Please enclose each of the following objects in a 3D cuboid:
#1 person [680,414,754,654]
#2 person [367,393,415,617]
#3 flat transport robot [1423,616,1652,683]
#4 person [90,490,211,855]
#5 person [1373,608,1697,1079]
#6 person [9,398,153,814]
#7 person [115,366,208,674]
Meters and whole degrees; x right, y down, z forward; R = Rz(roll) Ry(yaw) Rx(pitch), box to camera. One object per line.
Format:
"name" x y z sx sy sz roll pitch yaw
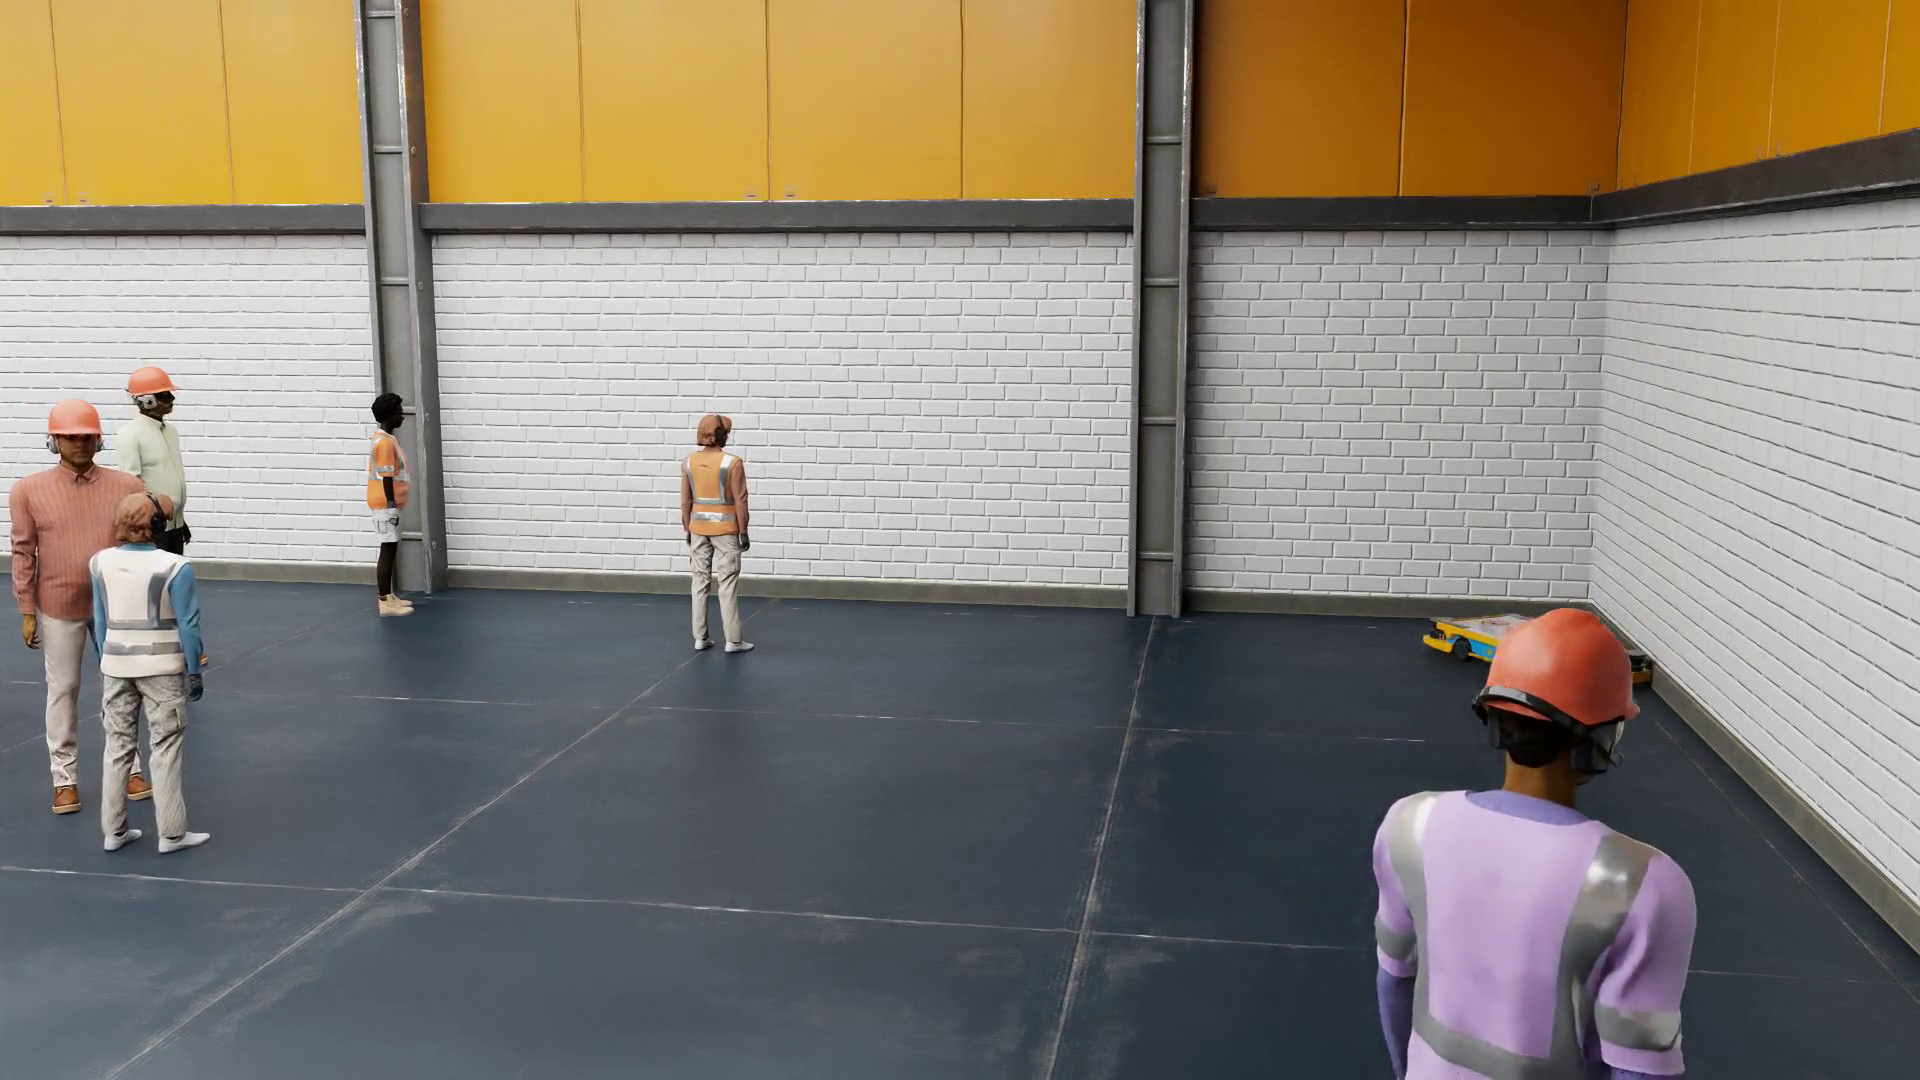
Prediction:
"person" -1.662 -0.038 11.326 0.512 1.638 0.312 4 10 24
"person" -4.315 -0.267 12.585 0.321 1.690 0.529 -3 10 -15
"flat transport robot" 3.756 0.710 10.913 0.652 0.197 1.431 -4 10 -22
"person" -3.645 0.597 7.462 0.523 1.626 0.333 2 9 9
"person" 1.094 1.107 3.166 1.027 1.987 0.637 -9 13 -44
"person" -4.242 0.309 8.077 0.612 1.997 0.376 -7 12 -39
"person" -5.170 -0.122 10.728 0.369 1.996 0.622 0 9 1
